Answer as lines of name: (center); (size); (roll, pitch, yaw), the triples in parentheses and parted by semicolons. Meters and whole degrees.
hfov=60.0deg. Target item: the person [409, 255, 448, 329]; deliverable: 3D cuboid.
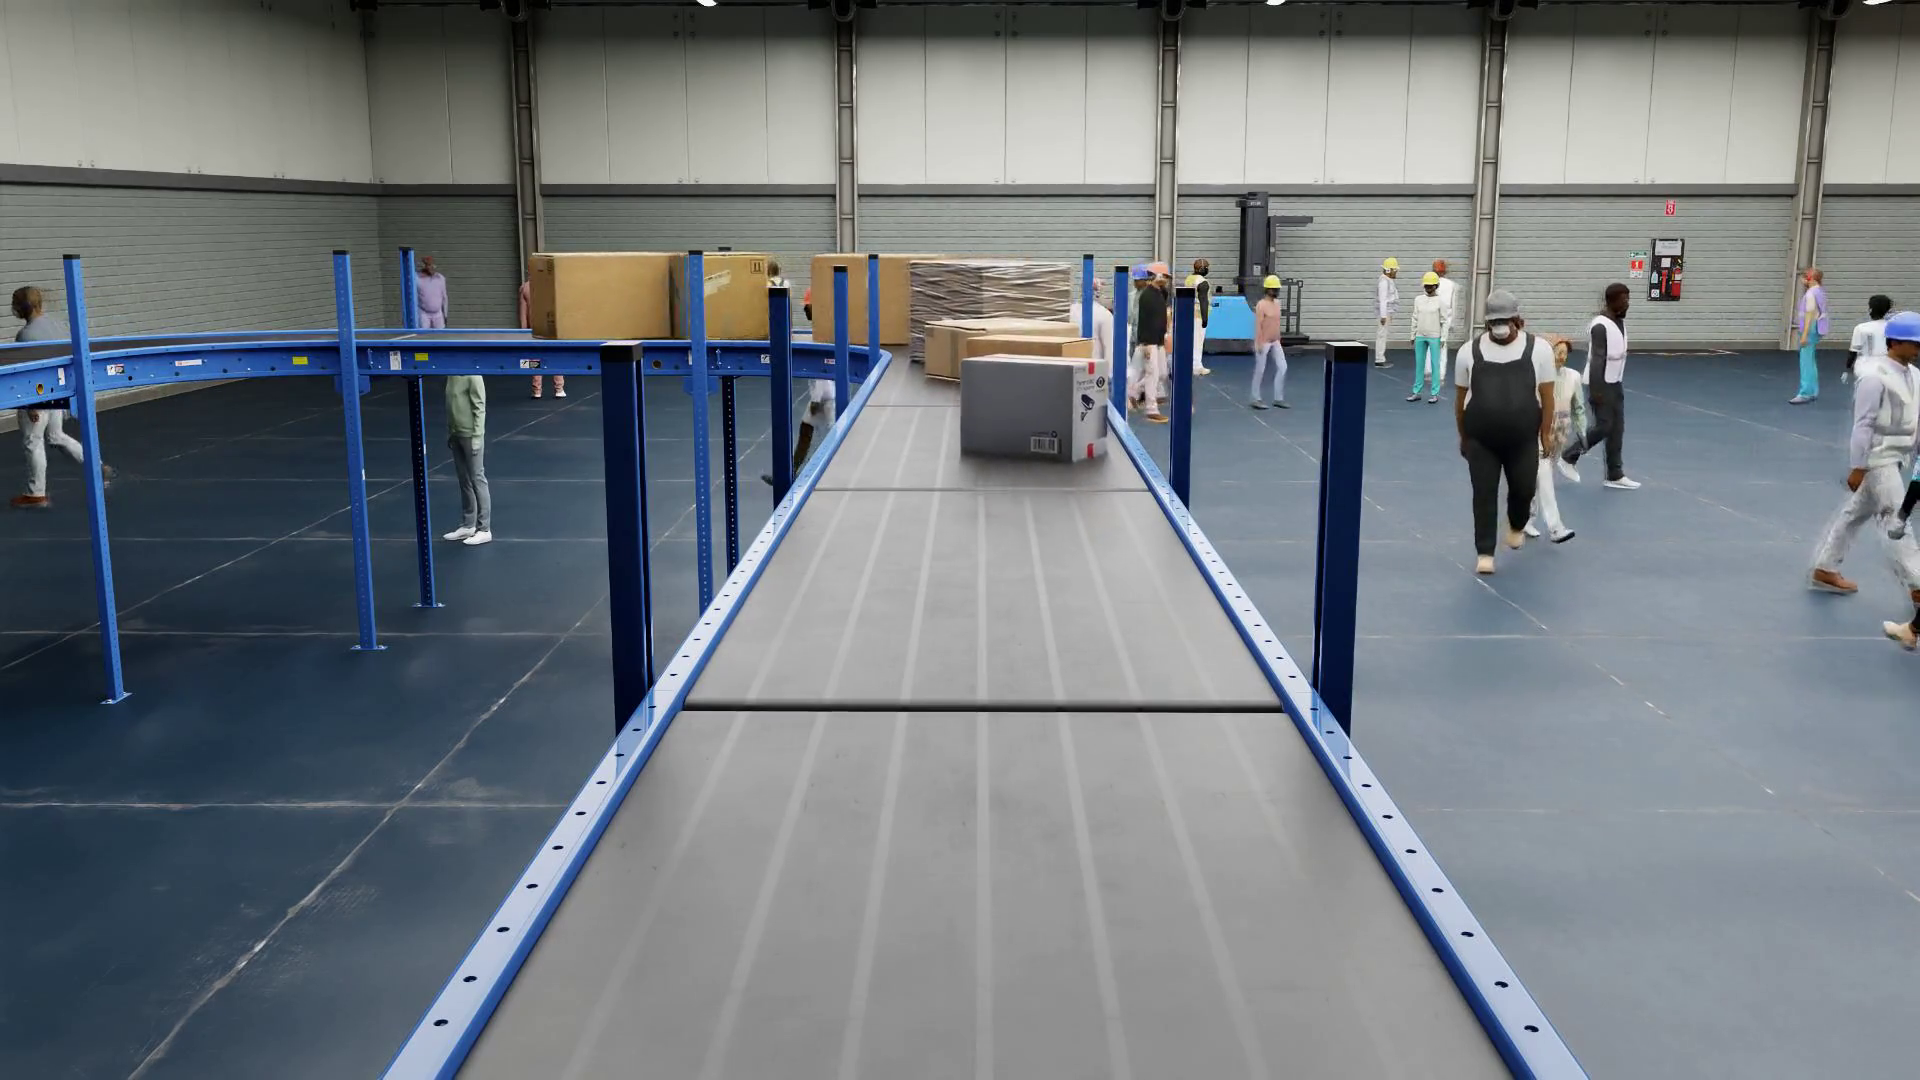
person: (-8.538, -3.636, 26.797); (0.661, 1.887, 0.414); (-9, 14, -40)

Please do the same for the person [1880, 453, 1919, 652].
person: (5.460, -0.108, 9.246); (0.550, 1.650, 0.844); (-3, 12, -17)

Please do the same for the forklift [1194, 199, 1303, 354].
forklift: (5.313, -4.851, 30.603); (1.873, 2.768, 1.129); (0, 11, 1)

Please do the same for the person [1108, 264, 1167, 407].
person: (2.320, -2.647, 21.717); (1.023, 1.882, 0.656); (-5, 12, -22)

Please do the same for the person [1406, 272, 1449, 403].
person: (6.354, -2.751, 22.578); (0.523, 1.767, 0.327); (11, 15, 43)

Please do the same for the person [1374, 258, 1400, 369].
person: (7.113, -3.783, 27.729); (0.403, 1.823, 0.590); (4, 12, 19)

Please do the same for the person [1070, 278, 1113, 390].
person: (1.313, -1.732, 17.046); (0.407, 1.887, 0.713); (-10, 15, -41)

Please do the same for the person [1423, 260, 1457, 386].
person: (7.125, -3.255, 24.897); (0.597, 1.868, 0.474); (-3, 12, -17)

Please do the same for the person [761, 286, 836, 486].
person: (-1.307, -1.352, 15.068); (0.975, 1.882, 0.565); (-2, 11, -12)

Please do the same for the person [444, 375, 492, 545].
person: (-3.819, -0.789, 12.827); (0.279, 1.633, 0.499); (-10, 15, -41)

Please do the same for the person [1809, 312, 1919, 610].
person: (6.071, -0.527, 10.811); (0.620, 1.896, 0.992); (-9, 14, -40)

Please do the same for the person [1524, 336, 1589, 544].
person: (4.569, -0.764, 12.796); (0.525, 1.585, 0.878); (-3, 11, -16)

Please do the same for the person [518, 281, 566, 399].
person: (-5.776, -2.915, 23.061); (0.642, 1.905, 0.399); (-2, 11, -12)

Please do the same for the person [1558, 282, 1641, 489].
person: (6.014, -1.441, 15.495); (0.699, 1.904, 0.599); (9, 14, 38)

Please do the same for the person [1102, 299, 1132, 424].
person: (1.650, -1.770, 17.893); (0.565, 1.628, 0.402); (-10, 15, -43)

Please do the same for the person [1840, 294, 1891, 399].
person: (9.706, -1.777, 17.786); (0.543, 1.681, 0.545); (-2, 11, -10)

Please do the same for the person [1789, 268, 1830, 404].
person: (11.531, -2.756, 22.484); (0.381, 1.815, 0.666); (8, 14, 35)

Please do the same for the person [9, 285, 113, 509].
person: (-7.890, -1.241, 14.412); (0.758, 1.922, 0.637); (-1, 11, -4)

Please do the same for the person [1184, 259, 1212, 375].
person: (3.832, -3.593, 26.737); (0.429, 1.838, 0.629); (-3, 11, -16)

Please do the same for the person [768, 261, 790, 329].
person: (-2.970, -3.616, 26.972); (0.508, 1.799, 1.018); (-6, 12, -28)

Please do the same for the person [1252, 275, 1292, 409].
person: (4.077, -2.562, 21.627); (0.563, 1.738, 0.674); (-10, 15, -41)

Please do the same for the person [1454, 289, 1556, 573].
person: (3.863, -0.786, 11.878); (0.692, 2.000, 0.708); (4, 12, 19)

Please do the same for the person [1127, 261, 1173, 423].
person: (2.326, -2.445, 20.510); (0.632, 1.964, 0.610); (7, 13, 32)

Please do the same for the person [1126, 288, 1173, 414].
person: (2.518, -2.380, 20.963); (0.900, 1.632, 0.544); (-1, 11, -4)
